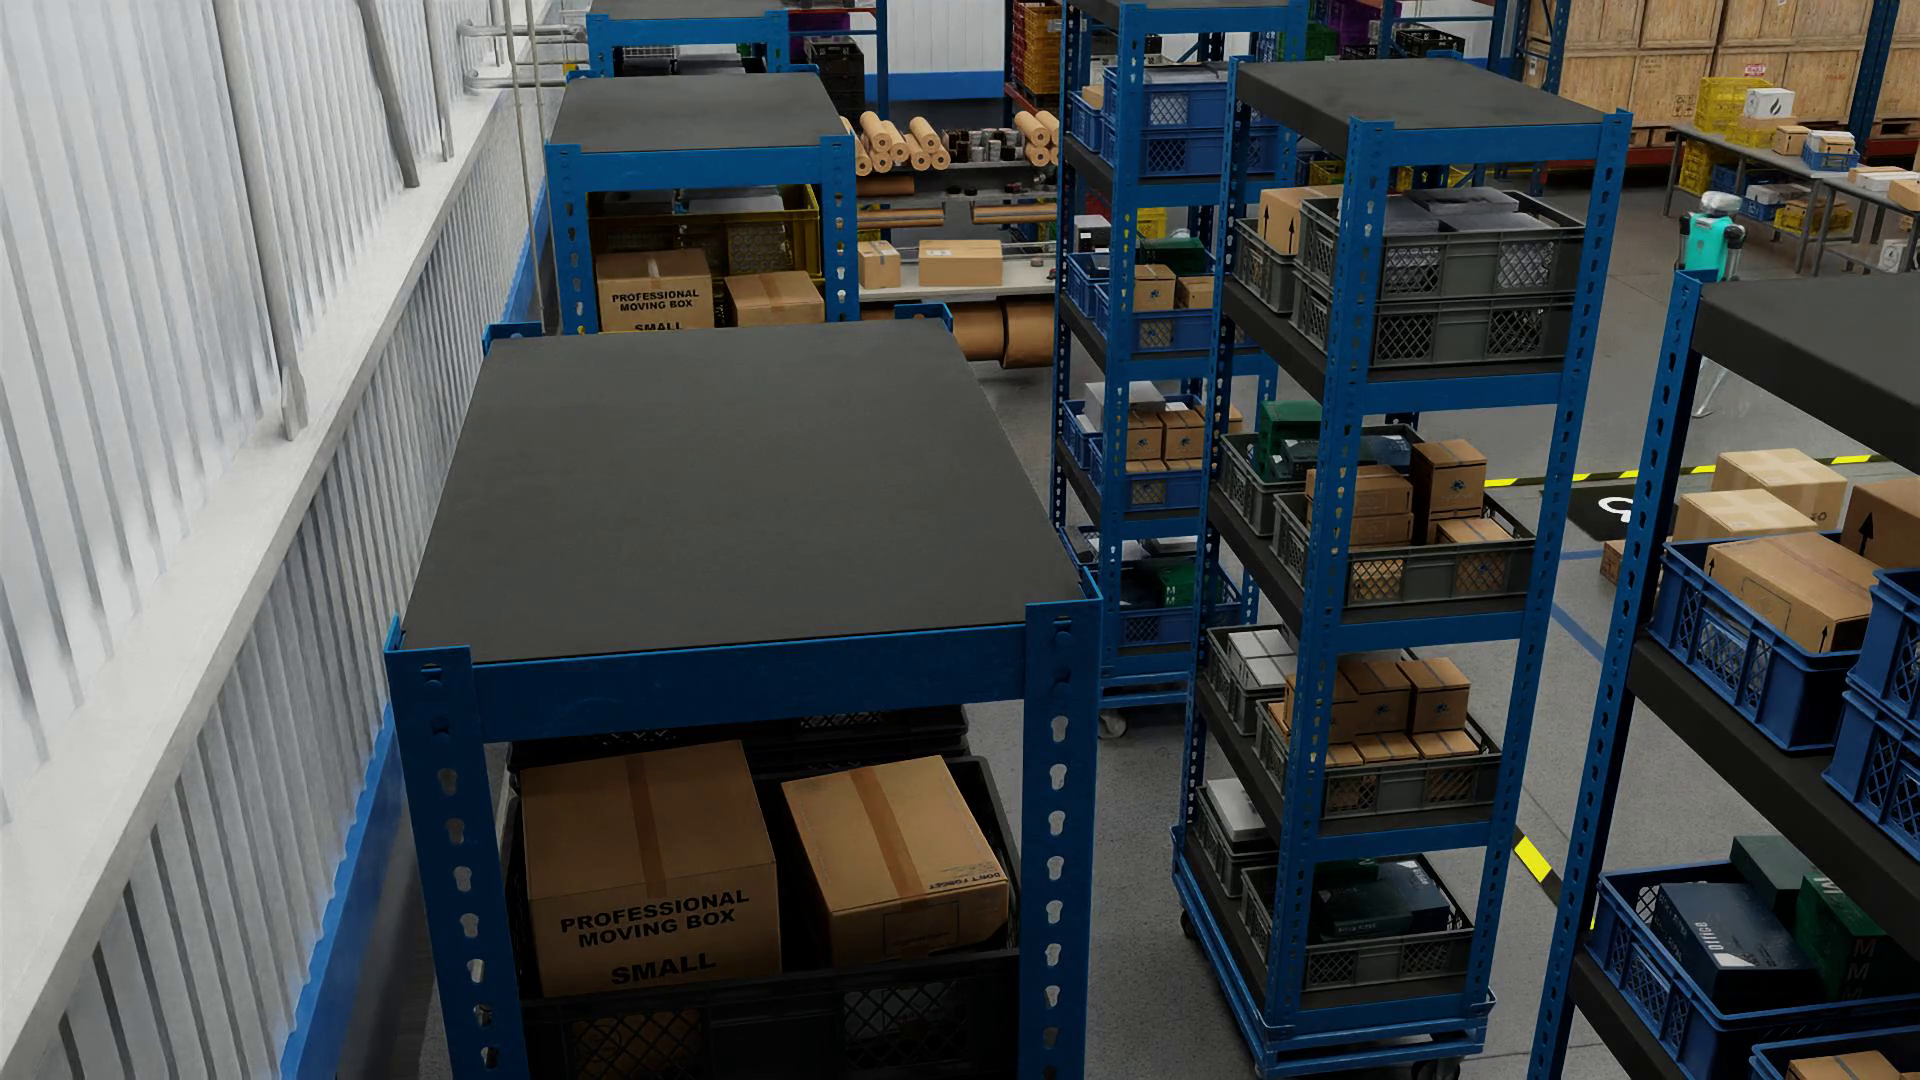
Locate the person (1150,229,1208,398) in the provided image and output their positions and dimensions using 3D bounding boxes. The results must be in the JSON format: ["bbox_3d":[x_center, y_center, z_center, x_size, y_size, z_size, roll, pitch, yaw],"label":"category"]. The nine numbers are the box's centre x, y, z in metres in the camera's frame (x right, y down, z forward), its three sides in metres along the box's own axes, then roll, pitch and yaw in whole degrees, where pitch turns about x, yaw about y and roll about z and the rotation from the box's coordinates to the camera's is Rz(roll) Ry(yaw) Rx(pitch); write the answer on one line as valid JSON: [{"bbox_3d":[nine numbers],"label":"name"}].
[{"bbox_3d":[1.390,-1.112,10.822,0.589,1.852,0.401,-3,25,-7],"label":"person"}]

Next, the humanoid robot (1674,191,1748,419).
[{"bbox_3d":[5.563,-1.736,12.155,0.735,1.677,0.533,-12,27,-24],"label":"humanoid robot"}]
